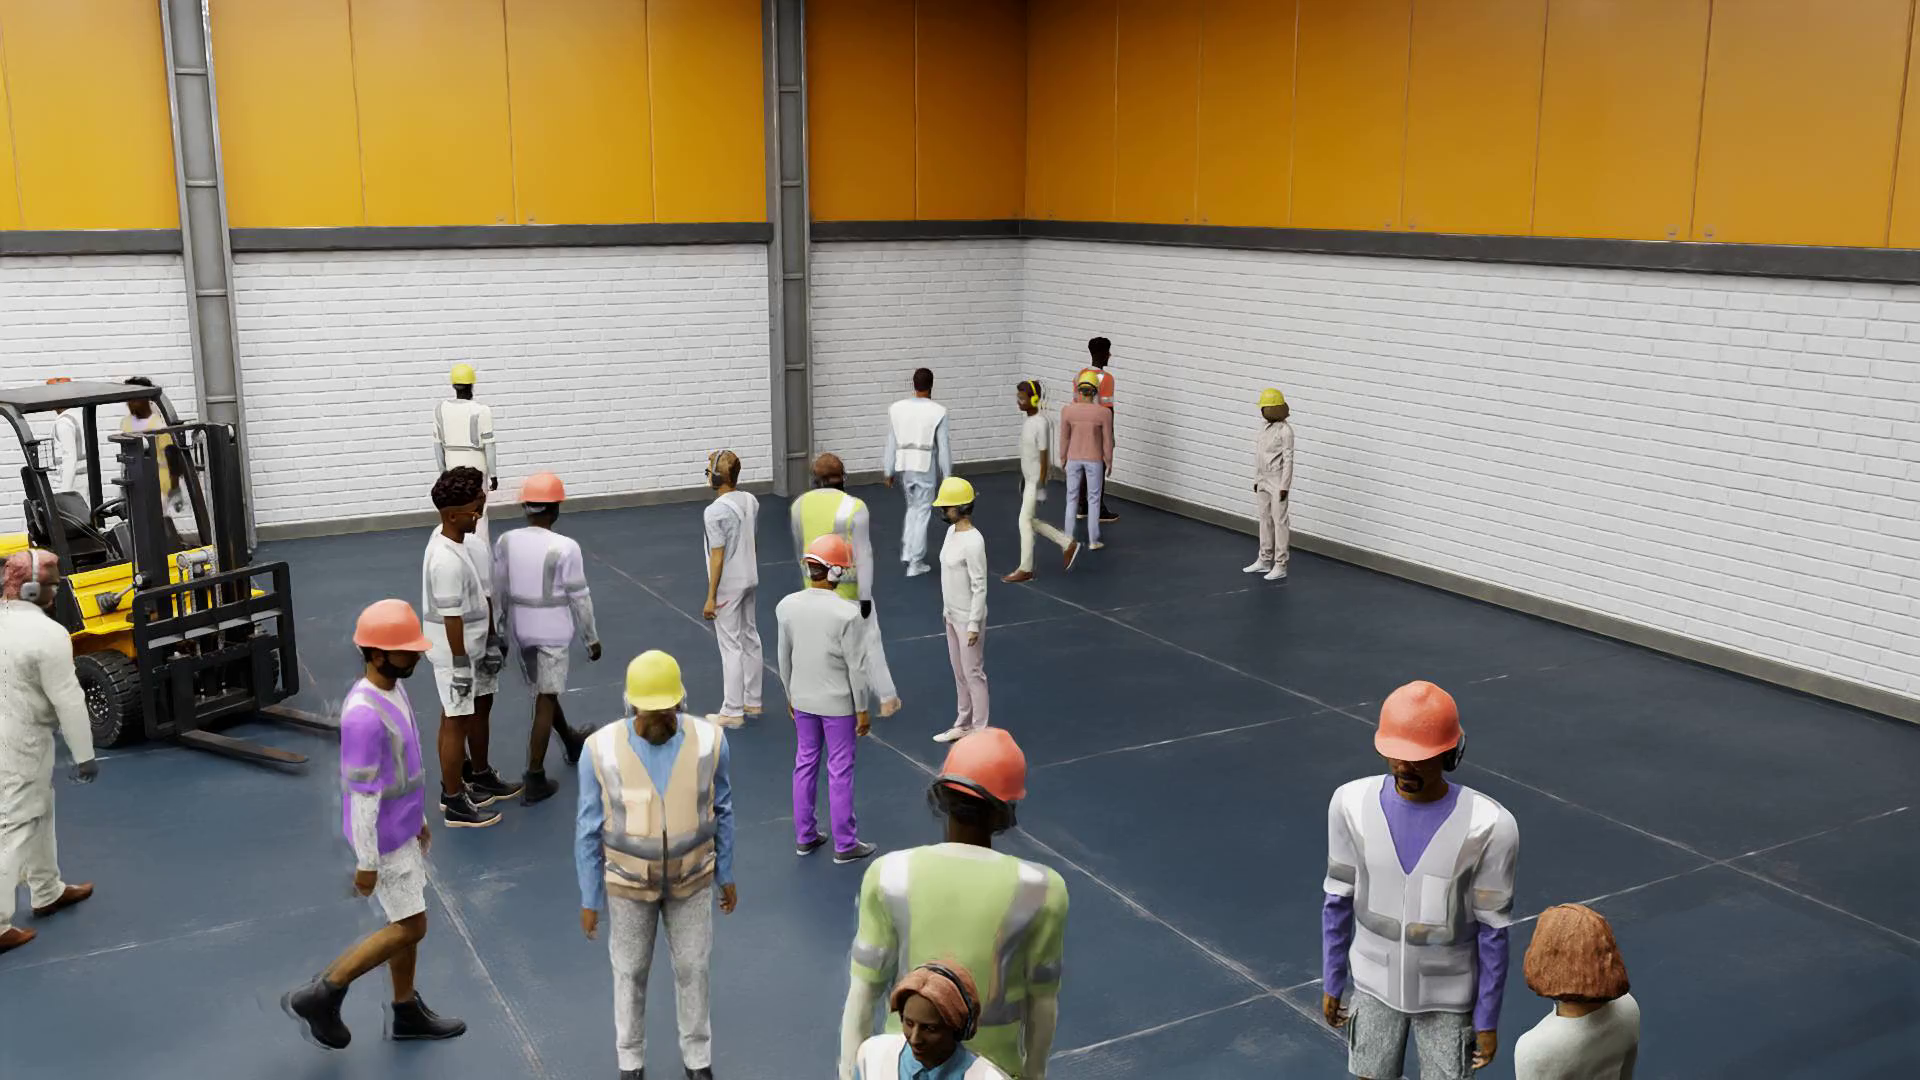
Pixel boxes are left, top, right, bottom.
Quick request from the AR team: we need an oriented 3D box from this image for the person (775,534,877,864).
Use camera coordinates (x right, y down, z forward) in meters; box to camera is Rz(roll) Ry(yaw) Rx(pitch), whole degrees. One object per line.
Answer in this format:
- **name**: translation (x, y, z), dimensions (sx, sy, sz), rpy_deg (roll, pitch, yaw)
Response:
- **person**: translation (-0.691, 0.830, 8.767), dimensions (0.563, 1.743, 0.337), rpy_deg (8, 14, 33)

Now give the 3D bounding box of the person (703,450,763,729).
- **person**: translation (-1.506, 0.322, 10.913), dimensions (0.349, 1.847, 0.506), rpy_deg (6, 14, 28)

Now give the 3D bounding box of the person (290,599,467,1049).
- **person**: translation (-2.381, 1.176, 6.761), dimensions (0.576, 1.918, 0.543), rpy_deg (-2, 12, -11)

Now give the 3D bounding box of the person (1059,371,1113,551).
- **person**: translation (1.234, -0.772, 16.255), dimensions (0.532, 1.758, 0.344), rpy_deg (4, 13, 16)

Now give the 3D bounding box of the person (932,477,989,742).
- **person**: translation (-0.003, 0.477, 10.377), dimensions (0.328, 1.765, 0.532), rpy_deg (-4, 13, -19)

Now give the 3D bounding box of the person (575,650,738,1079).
- **person**: translation (-1.158, 1.305, 6.373), dimensions (0.634, 1.819, 0.471), rpy_deg (-4, 13, -17)

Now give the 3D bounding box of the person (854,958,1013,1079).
- **person**: translation (-0.056, 1.841, 4.302), dimensions (0.518, 1.632, 0.313), rpy_deg (7, 14, 31)

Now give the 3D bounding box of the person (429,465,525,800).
- **person**: translation (-2.826, 0.536, 9.625), dimensions (0.367, 1.967, 0.607), rpy_deg (-10, 16, -39)

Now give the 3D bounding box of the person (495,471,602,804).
- **person**: translation (-2.379, 0.524, 9.843), dimensions (0.556, 1.890, 0.965), rpy_deg (5, 13, 24)

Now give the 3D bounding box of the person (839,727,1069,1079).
- **person**: translation (-0.040, 1.560, 4.808), dimensions (0.616, 1.991, 0.866), rpy_deg (4, 13, 17)

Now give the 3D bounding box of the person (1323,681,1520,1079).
- **person**: translation (1.433, 1.426, 5.311), dimensions (0.601, 2.036, 0.402), rpy_deg (7, 14, 30)

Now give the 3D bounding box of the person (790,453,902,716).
- **person**: translation (-0.801, 0.316, 11.099), dimensions (0.658, 1.796, 0.682), rpy_deg (8, 14, 33)

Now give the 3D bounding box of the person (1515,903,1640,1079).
- **person**: translation (1.652, 1.778, 4.590), dimensions (0.499, 1.633, 0.286), rpy_deg (-9, 15, -37)

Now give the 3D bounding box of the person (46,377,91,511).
- **person**: translation (-7.828, -0.494, 14.653), dimensions (0.355, 1.883, 0.573), rpy_deg (-4, 13, -18)

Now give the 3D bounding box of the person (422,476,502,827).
- **person**: translation (-2.796, 0.611, 9.269), dimensions (0.365, 1.964, 0.610), rpy_deg (-4, 13, -19)

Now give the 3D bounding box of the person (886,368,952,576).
- **person**: translation (-0.370, -0.617, 15.204), dimensions (0.652, 1.889, 0.467), rpy_deg (6, 13, 26)

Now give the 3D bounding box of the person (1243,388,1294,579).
- **person**: translation (2.816, -0.514, 15.085), dimensions (0.312, 1.738, 0.483), rpy_deg (-5, 13, -23)

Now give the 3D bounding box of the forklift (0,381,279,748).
- **forklift**: translation (-5.853, 0.085, 11.199), dimensions (2.313, 2.155, 1.214), rpy_deg (7, 14, 28)

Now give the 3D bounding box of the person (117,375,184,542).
- **person**: translation (-6.976, -0.485, 14.465), dimensions (0.593, 1.938, 0.848), rpy_deg (7, 14, 29)

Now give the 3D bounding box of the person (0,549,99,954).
- **person**: translation (-4.397, 0.973, 7.830), dimensions (0.666, 1.863, 0.836), rpy_deg (6, 13, 25)

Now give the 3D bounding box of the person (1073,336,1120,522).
- **person**: translation (1.442, -1.180, 17.665), dimensions (0.373, 1.966, 0.607), rpy_deg (-8, 14, -32)

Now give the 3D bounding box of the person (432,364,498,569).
- **person**: translation (-4.526, -0.655, 15.301), dimensions (0.591, 1.927, 0.366), rpy_deg (2, 12, 10)

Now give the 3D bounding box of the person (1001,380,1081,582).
- **person**: translation (0.725, -0.534, 14.933), dimensions (0.671, 1.844, 0.521), rpy_deg (-2, 12, -9)
